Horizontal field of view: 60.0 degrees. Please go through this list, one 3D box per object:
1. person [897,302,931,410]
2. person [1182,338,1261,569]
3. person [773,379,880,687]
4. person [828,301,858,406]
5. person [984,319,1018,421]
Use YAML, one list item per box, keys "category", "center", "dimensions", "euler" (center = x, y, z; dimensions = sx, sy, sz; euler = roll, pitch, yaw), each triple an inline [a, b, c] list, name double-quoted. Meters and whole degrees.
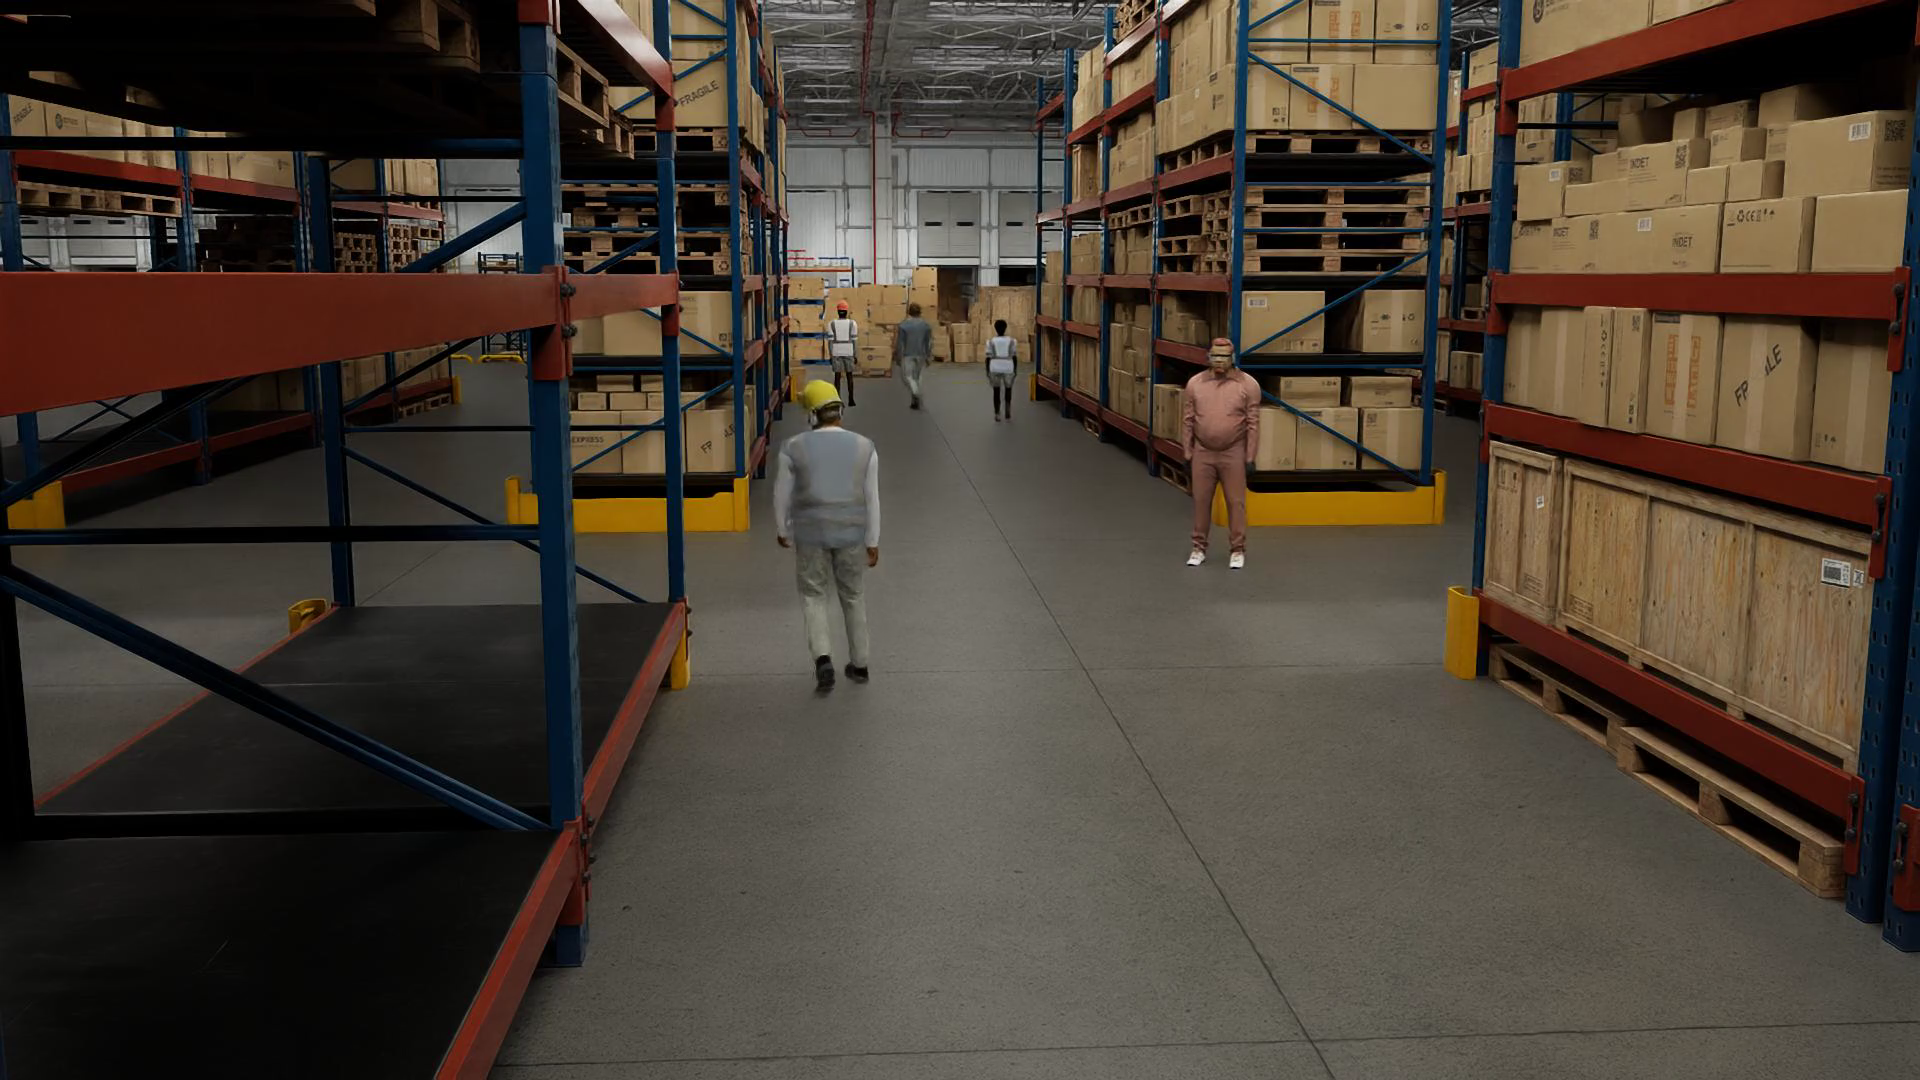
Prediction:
- category: "person"
  center: [-0.808, -3.279, 29.698]
  dimensions: [0.641, 1.928, 0.510]
  euler: [-4, 10, -21]
- category: "person"
  center: [2.131, -0.709, 13.678]
  dimensions: [0.643, 1.898, 0.397]
  euler: [4, 10, 22]
- category: "person"
  center: [-0.762, -0.028, 9.667]
  dimensions: [0.608, 1.803, 0.547]
  euler: [-3, 9, -16]
- category: "person"
  center: [-2.145, -3.412, 30.504]
  dimensions: [0.545, 1.938, 0.361]
  euler: [0, 9, -2]
- category: "person"
  center: [0.675, -2.804, 27.472]
  dimensions: [0.552, 1.677, 0.502]
  euler: [0, 9, -1]
